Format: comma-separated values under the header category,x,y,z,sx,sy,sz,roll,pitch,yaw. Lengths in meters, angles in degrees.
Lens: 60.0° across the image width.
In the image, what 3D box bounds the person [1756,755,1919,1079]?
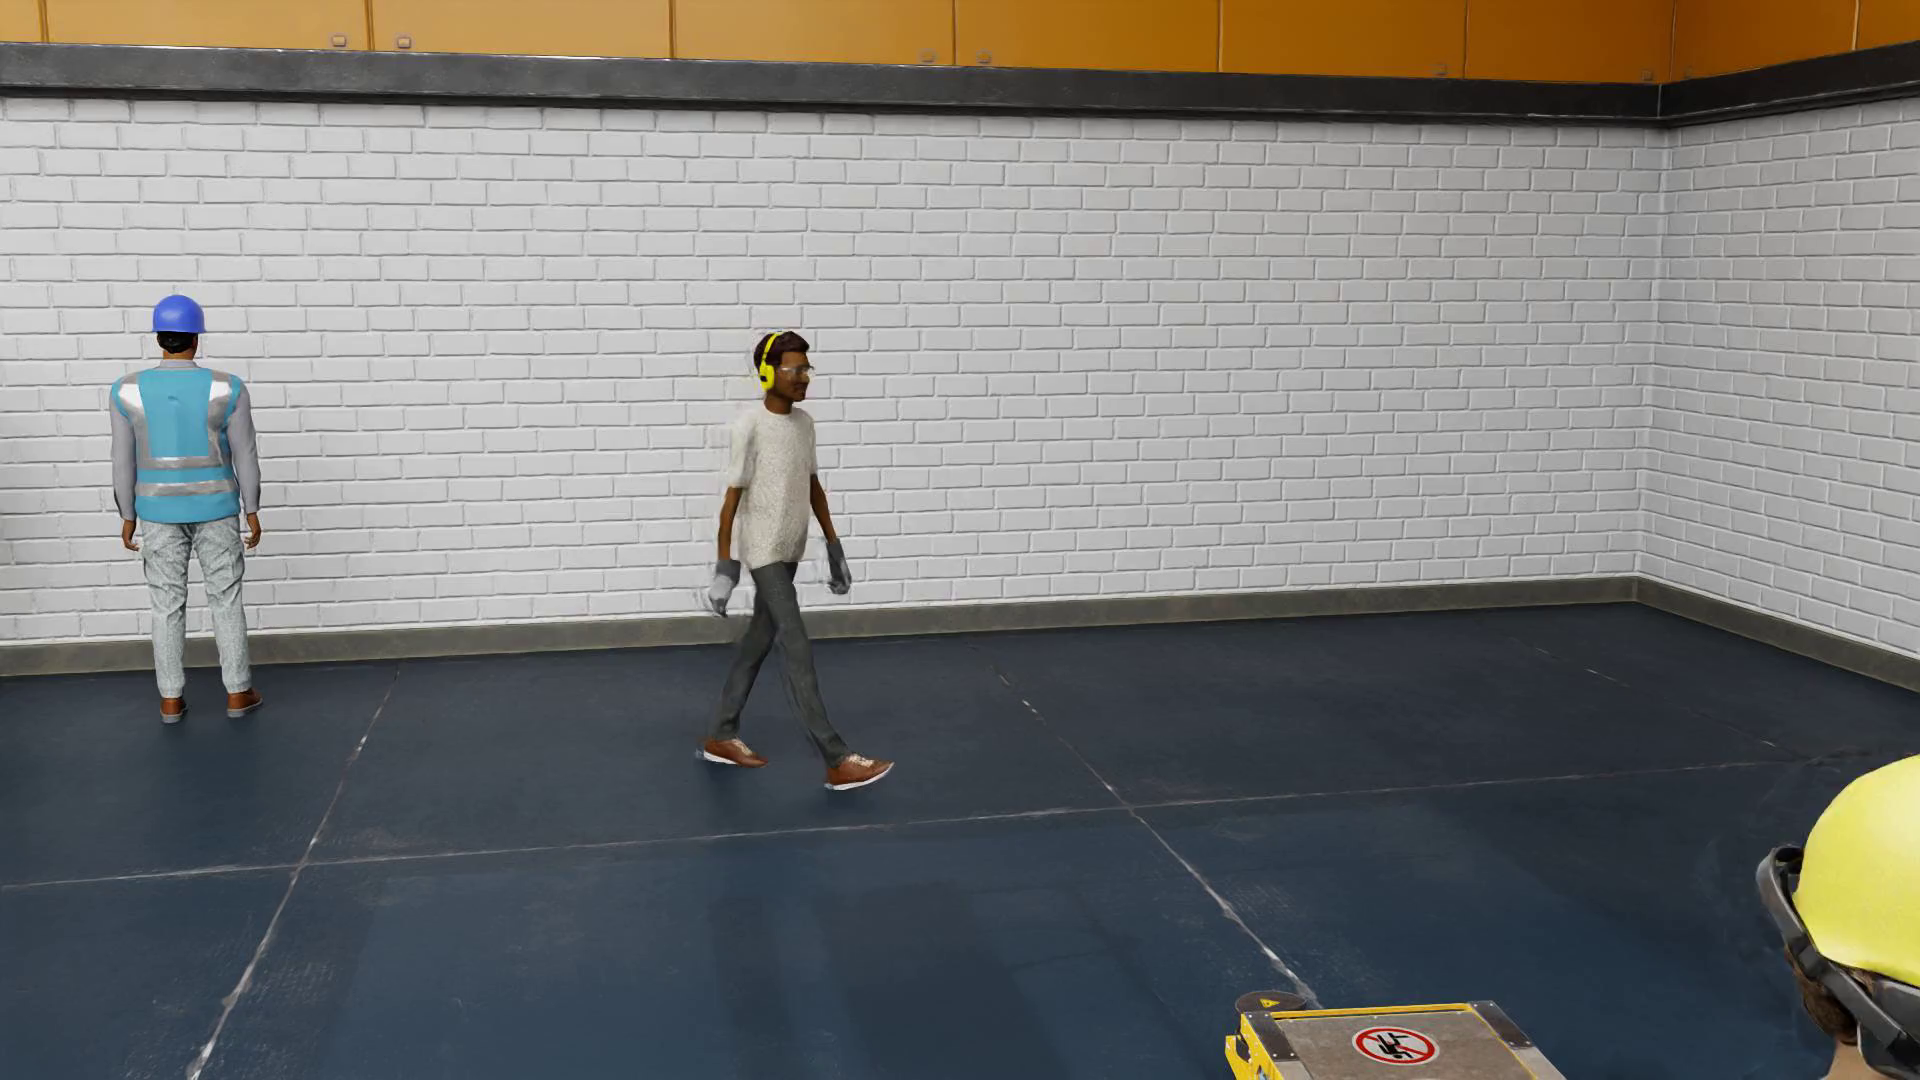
category,x,y,z,sx,sy,sz,roll,pitch,yaw
person,0.716,1.007,1.340,0.537,1.713,0.946,-9,13,-44

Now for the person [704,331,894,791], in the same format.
category,x,y,z,sx,sy,sz,roll,pitch,yaw
person,-0.690,0.082,6.665,0.979,1.814,0.580,5,10,26

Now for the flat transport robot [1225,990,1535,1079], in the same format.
category,x,y,z,sx,sy,sz,roll,pitch,yaw
flat transport robot,1.080,1.353,3.610,0.652,0.197,1.431,-1,9,-6

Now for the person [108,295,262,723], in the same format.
category,x,y,z,sx,sy,sz,roll,pitch,yaw
person,-3.515,-0.138,7.598,0.617,1.946,0.393,-3,10,-17
